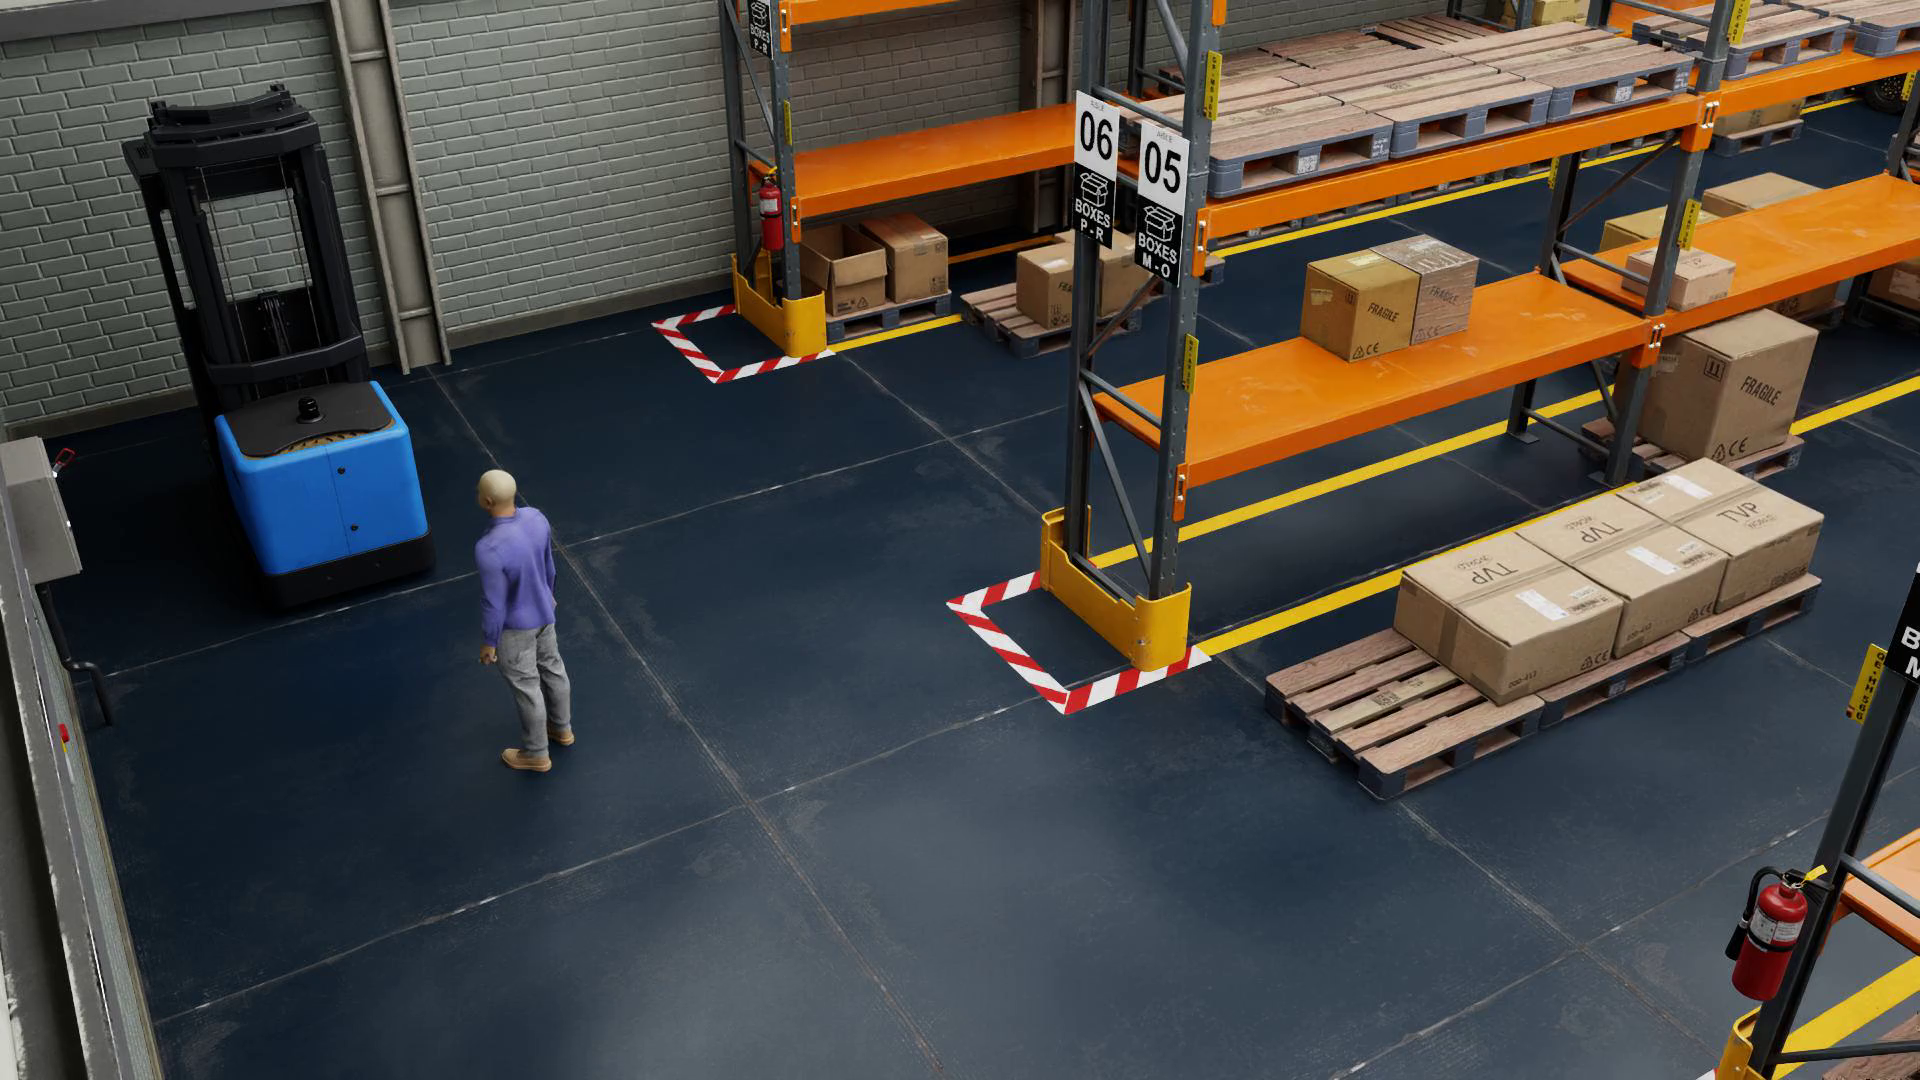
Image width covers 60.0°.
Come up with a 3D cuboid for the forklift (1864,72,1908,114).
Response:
[{"bbox_3d":[11.468,-5.645,18.244,1.214,2.155,2.313,-17,36,-26],"label":"forklift"}]

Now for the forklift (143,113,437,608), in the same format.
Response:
[{"bbox_3d":[-4.289,-1.259,10.509,1.129,2.768,1.873,-17,36,-26],"label":"forklift"}]

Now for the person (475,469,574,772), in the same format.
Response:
[{"bbox_3d":[-2.304,0.428,8.796,0.394,1.799,0.591,12,34,19],"label":"person"}]
